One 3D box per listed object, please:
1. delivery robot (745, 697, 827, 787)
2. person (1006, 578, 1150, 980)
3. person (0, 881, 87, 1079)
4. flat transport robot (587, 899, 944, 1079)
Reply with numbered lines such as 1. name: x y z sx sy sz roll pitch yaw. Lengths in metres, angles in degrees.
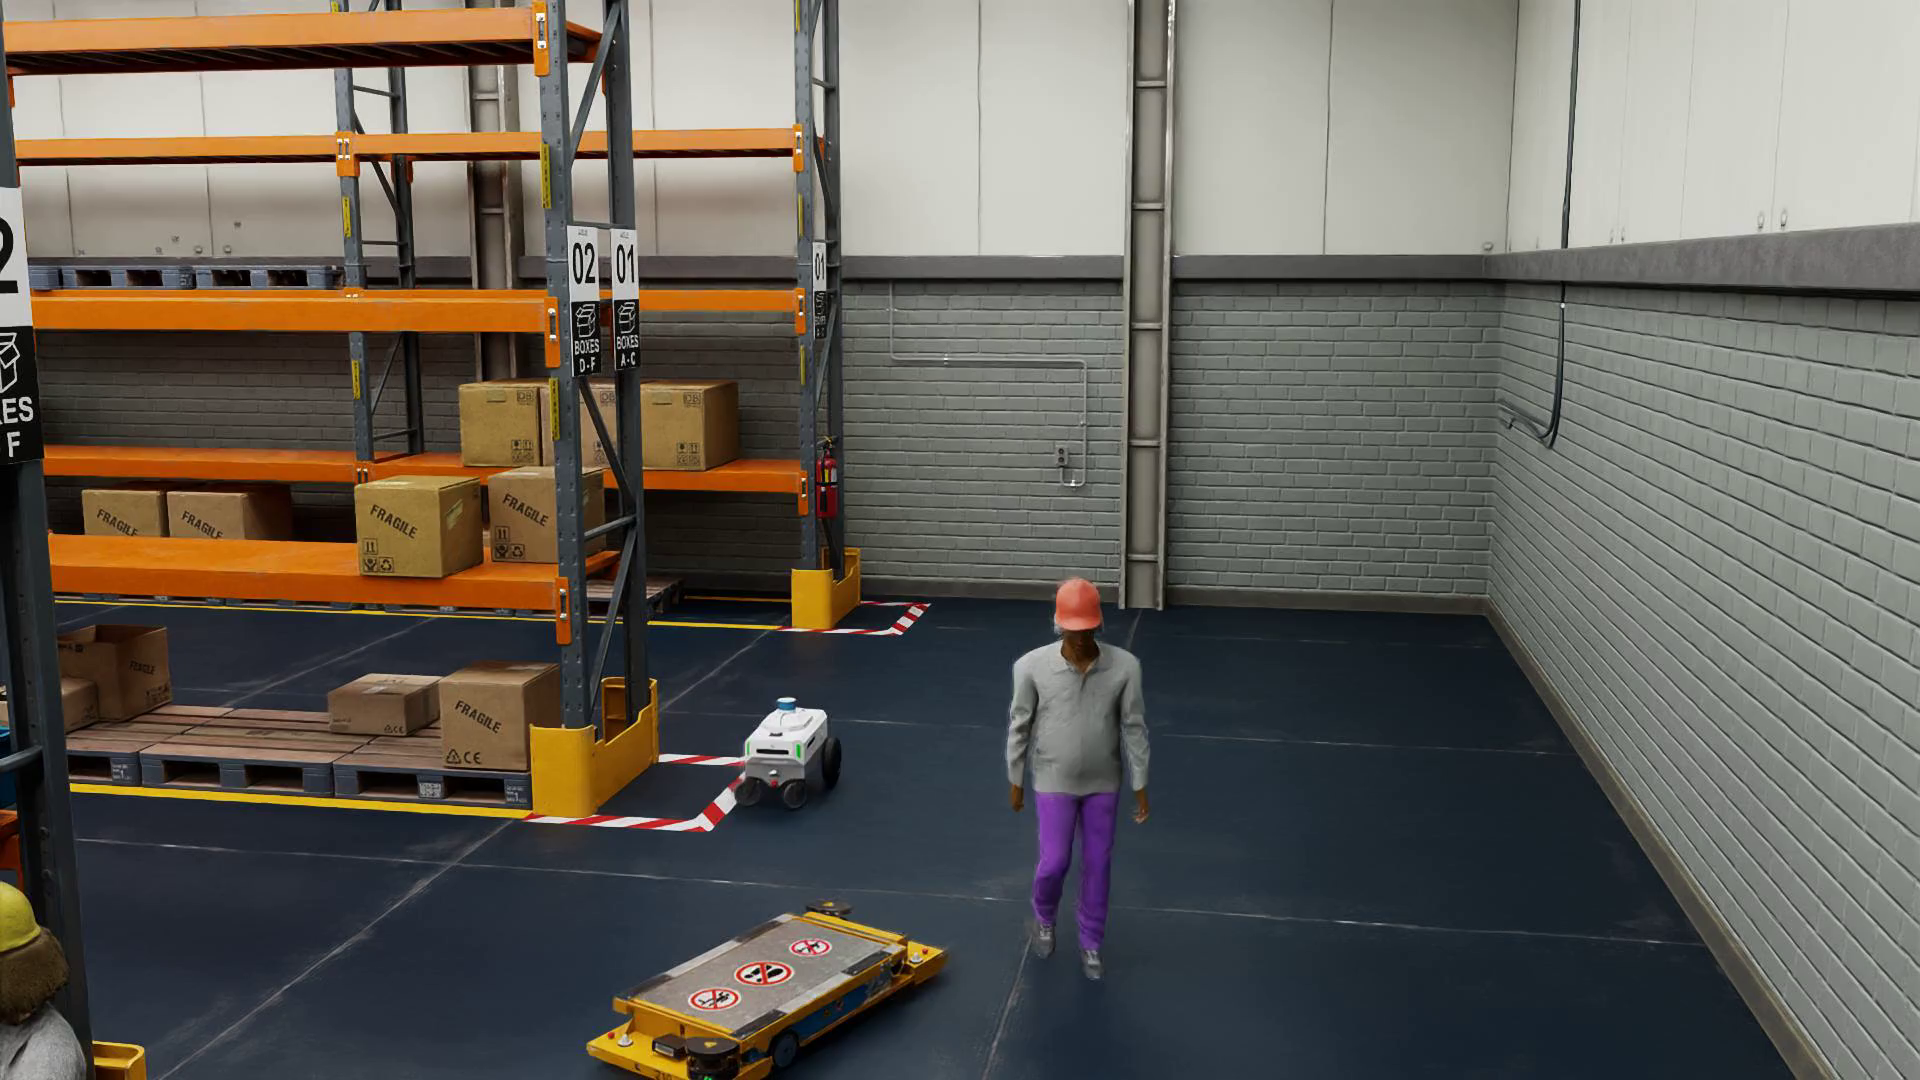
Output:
1. delivery robot: -0.985 1.143 9.479 0.477 0.478 0.707 0 9 8
2. person: 0.499 1.002 7.010 0.586 1.732 0.400 -1 9 -7
3. person: -2.022 1.557 3.606 0.361 1.737 0.487 -9 13 -43
4. flat transport robot: -0.735 1.791 6.646 0.652 0.197 1.431 6 11 33
